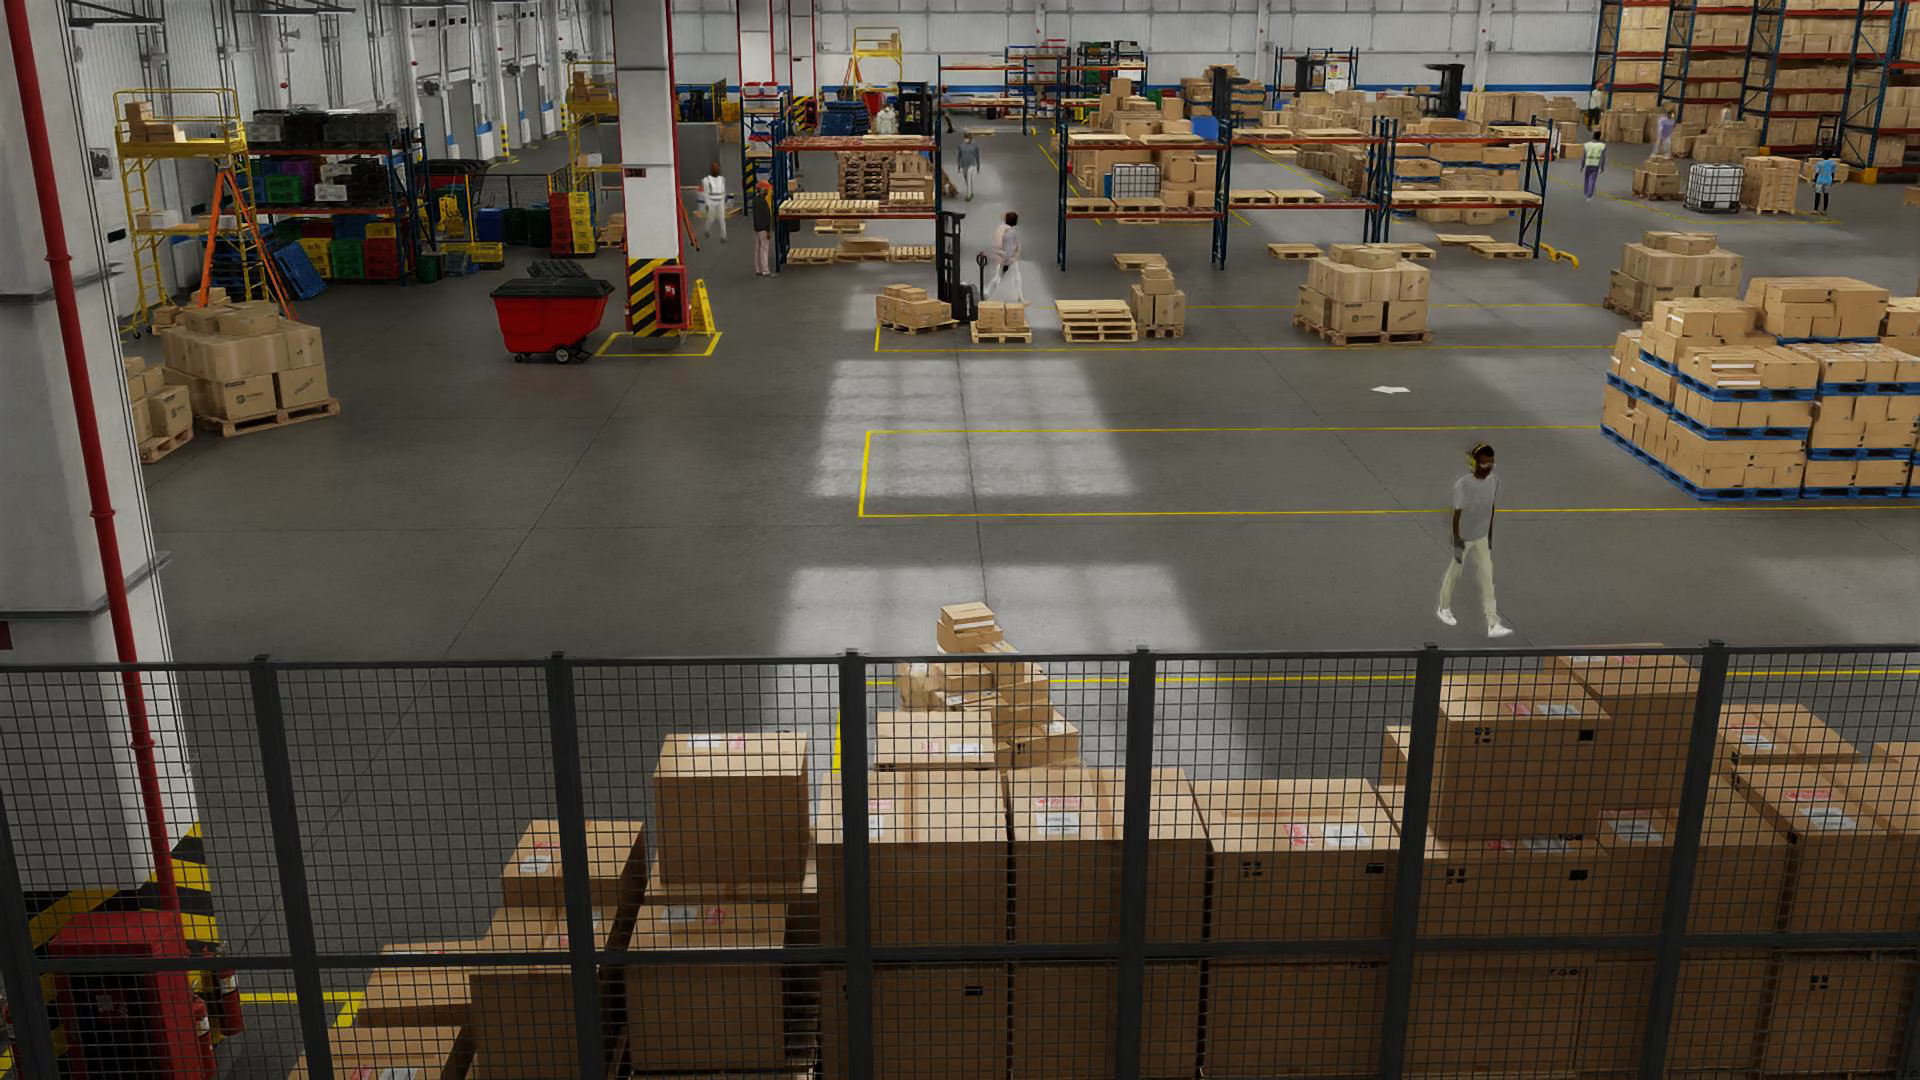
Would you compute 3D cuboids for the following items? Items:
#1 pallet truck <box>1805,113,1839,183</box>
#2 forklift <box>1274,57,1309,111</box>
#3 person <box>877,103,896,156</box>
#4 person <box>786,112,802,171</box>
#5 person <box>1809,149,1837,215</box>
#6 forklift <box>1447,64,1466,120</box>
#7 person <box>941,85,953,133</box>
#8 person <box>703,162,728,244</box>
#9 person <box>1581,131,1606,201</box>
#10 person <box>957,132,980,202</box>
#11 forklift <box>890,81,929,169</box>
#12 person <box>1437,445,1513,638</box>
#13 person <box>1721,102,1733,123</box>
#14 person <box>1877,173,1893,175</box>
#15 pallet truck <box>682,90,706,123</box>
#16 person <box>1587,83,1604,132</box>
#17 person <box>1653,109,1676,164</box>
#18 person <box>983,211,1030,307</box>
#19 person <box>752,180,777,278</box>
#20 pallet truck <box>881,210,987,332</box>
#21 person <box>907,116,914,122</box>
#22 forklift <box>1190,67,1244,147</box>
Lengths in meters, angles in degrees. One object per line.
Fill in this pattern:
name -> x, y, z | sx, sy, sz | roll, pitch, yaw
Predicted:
pallet truck -> 26.403, -11.957, 50.702 | 0.823, 1.965, 1.885 | 6, 19, 16
forklift -> 14.059, -18.505, 68.767 | 1.873, 2.768, 1.129 | 8, 20, 22
person -> -2.490, -13.936, 56.689 | 0.649, 1.920, 0.436 | -4, 19, -12
person -> -5.362, -12.790, 53.418 | 0.505, 1.840, 0.346 | 7, 20, 19
person -> 22.522, -9.332, 43.379 | 0.540, 1.696, 0.316 | -1, 19, -3
forklift -> 18.880, -16.764, 63.603 | 1.873, 2.768, 1.129 | 0, 19, -1
person -> -0.521, -17.265, 66.617 | 0.531, 1.887, 0.594 | -6, 19, -16
person -> -5.733, -7.870, 38.789 | 0.587, 1.866, 0.780 | -12, 22, -31
person -> 17.675, -10.446, 46.377 | 0.620, 1.890, 0.738 | 10, 21, 26
person -> 0.253, -10.387, 46.226 | 0.620, 1.893, 1.038 | 6, 20, 18
forklift -> -1.501, -13.136, 52.841 | 1.129, 2.768, 1.873 | 6, 20, 17
person -> 4.819, 0.010, 15.473 | 0.554, 1.819, 0.971 | -6, 19, -16
person -> 28.236, -15.270, 61.124 | 0.672, 1.611, 0.543 | 2, 19, 5
person -> 29.231, -12.483, 52.347 | 0.663, 1.940, 0.622 | -2, 19, -4
pallet truck -> -9.671, -15.907, 62.421 | 0.823, 1.965, 1.885 | 5, 19, 15
person -> 25.648, -17.452, 67.090 | 0.462, 1.954, 0.638 | -3, 19, -8
person -> 23.107, -13.149, 54.445 | 0.646, 1.866, 1.063 | -4, 19, -11
person -> 0.824, -5.238, 31.086 | 0.920, 1.805, 0.624 | -7, 20, -20
person -> -4.043, -6.386, 34.196 | 0.393, 1.985, 0.611 | -11, 21, -29
pallet truck -> -0.493, -4.759, 29.349 | 1.885, 1.965, 0.823 | -13, 23, -34
person -> -1.599, -12.775, 53.539 | 0.479, 1.733, 0.339 | -8, 20, -22
forklift -> 9.442, -15.894, 61.021 | 1.873, 2.768, 1.129 | -1, 19, -1
